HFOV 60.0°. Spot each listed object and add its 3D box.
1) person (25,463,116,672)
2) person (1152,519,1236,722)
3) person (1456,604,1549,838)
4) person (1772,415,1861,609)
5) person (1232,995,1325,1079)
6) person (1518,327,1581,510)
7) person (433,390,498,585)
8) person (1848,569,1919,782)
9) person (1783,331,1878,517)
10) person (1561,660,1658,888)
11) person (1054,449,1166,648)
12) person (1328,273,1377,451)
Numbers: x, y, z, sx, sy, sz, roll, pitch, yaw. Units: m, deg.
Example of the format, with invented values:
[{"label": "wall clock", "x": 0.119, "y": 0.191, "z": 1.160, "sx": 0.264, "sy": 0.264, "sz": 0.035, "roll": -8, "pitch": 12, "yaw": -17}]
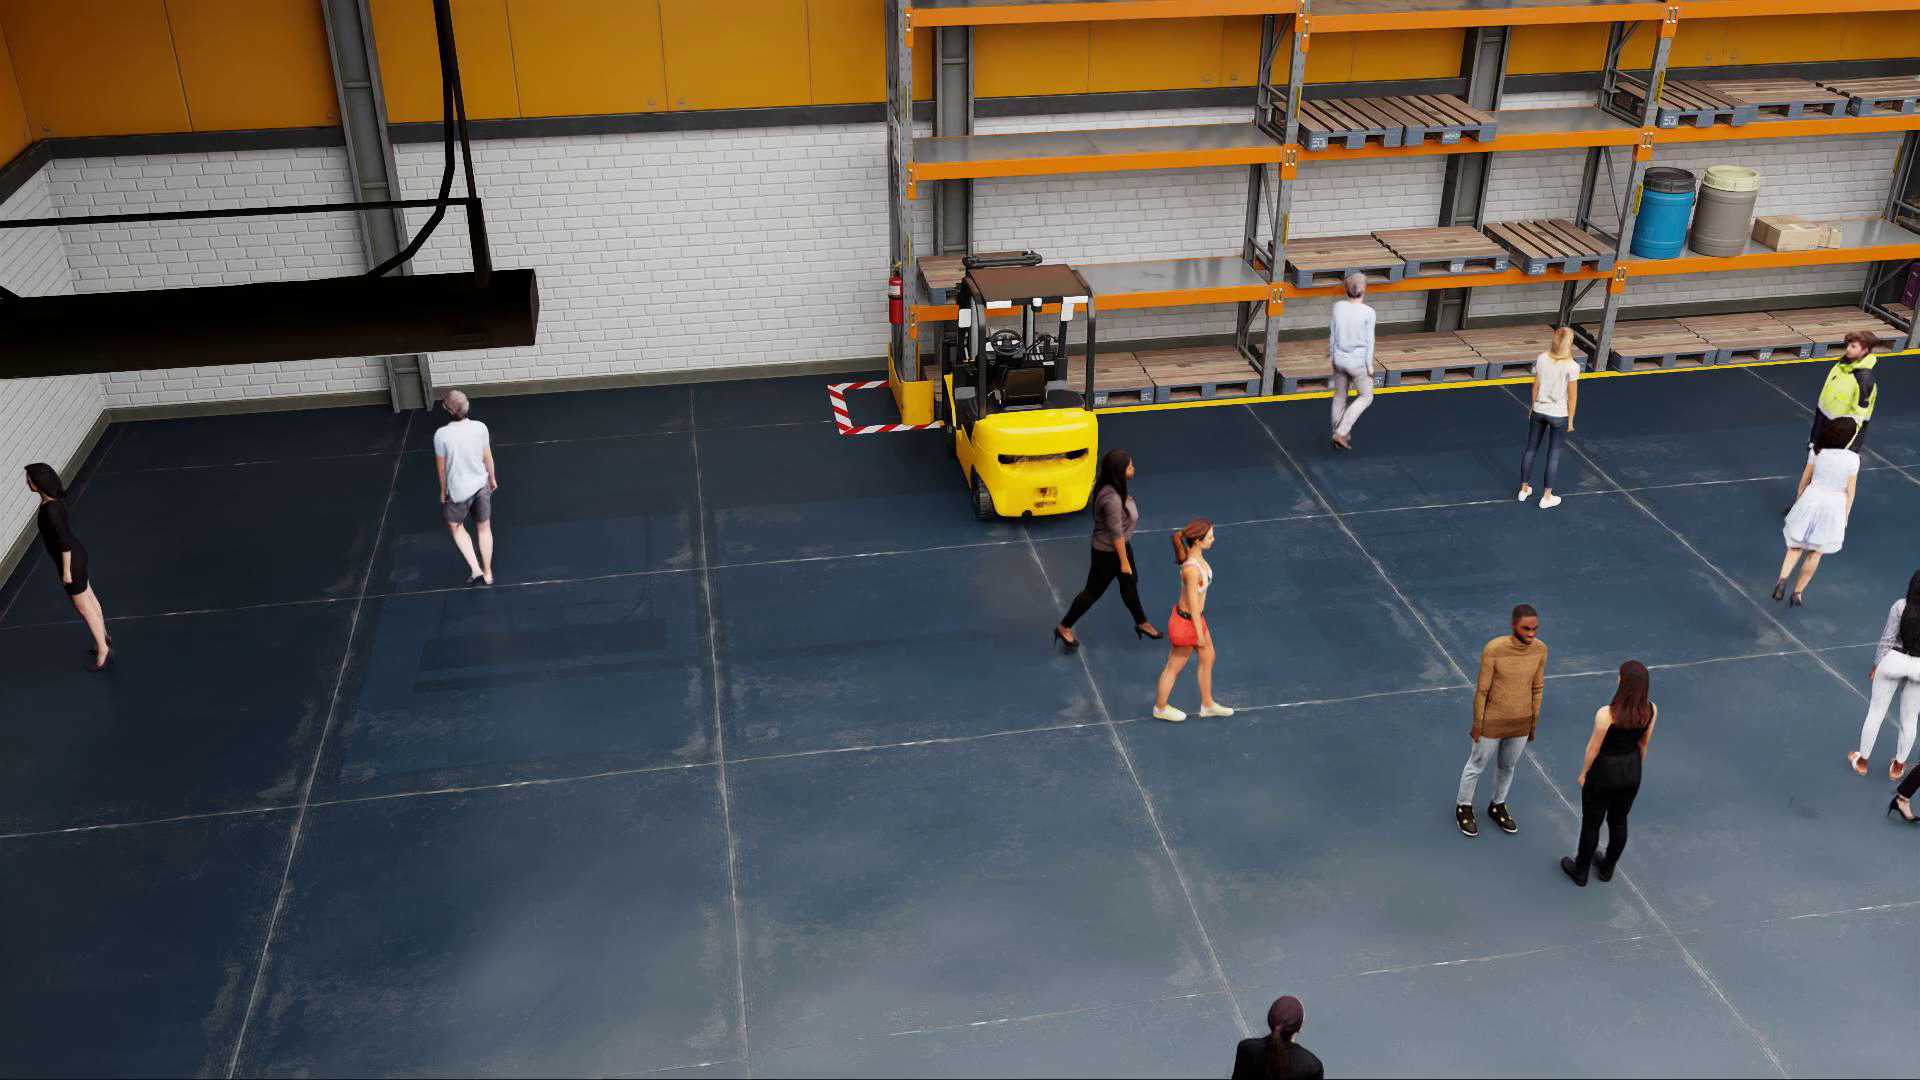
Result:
[{"label": "person", "x": -7.095, "y": 0.204, "z": 13.281, "sx": 0.567, "sy": 1.802, "sz": 0.644, "roll": -11, "pitch": 30, "yaw": -19}, {"label": "person", "x": 1.630, "y": 0.628, "z": 12.533, "sx": 0.947, "sy": 1.774, "sz": 0.783, "roll": 5, "pitch": 29, "yaw": 9}, {"label": "person", "x": 3.723, "y": 1.218, "z": 11.411, "sx": 0.466, "sy": 1.814, "sz": 0.679, "roll": -4, "pitch": 29, "yaw": -7}, {"label": "person", "x": 7.187, "y": -0.171, "z": 13.969, "sx": 1.005, "sy": 1.803, "sz": 0.913, "roll": -25, "pitch": 37, "yaw": -38}, {"label": "person", "x": 1.564, "y": 2.964, "z": 8.369, "sx": 0.653, "sy": 1.660, "sz": 0.751, "roll": 11, "pitch": 31, "yaw": 20}, {"label": "person", "x": 5.604, "y": -1.173, "z": 15.799, "sx": 0.684, "sy": 1.809, "sz": 0.664, "roll": -25, "pitch": 38, "yaw": -38}, {"label": "person", "x": -4.229, "y": -0.397, "z": 14.361, "sx": 0.771, "sy": 1.823, "sz": 0.854, "roll": -17, "pitch": 33, "yaw": -28}, {"label": "person", "x": 6.813, "y": 0.949, "z": 11.998, "sx": 0.616, "sy": 1.722, "sz": 0.727, "roll": 10, "pitch": 30, "yaw": 18}, {"label": "person", "x": 8.121, "y": -1.011, "z": 15.326, "sx": 0.701, "sy": 1.976, "sz": 0.808, "roll": 0, "pitch": 29, "yaw": -1}, {"label": "person", "x": 4.298, "y": 1.541, "z": 10.951, "sx": 0.464, "sy": 1.687, "sz": 0.631, "roll": -6, "pitch": 29, "yaw": -11}, {"label": "person", "x": 1.111, "y": 0.129, "z": 13.434, "sx": 1.213, "sy": 1.787, "sz": 0.819, "roll": 1, "pitch": 29, "yaw": 1}, {"label": "person", "x": 3.906, "y": -1.751, "z": 16.781, "sx": 0.902, "sy": 1.882, "sz": 0.968, "roll": 24, "pitch": 37, "yaw": 37}]
